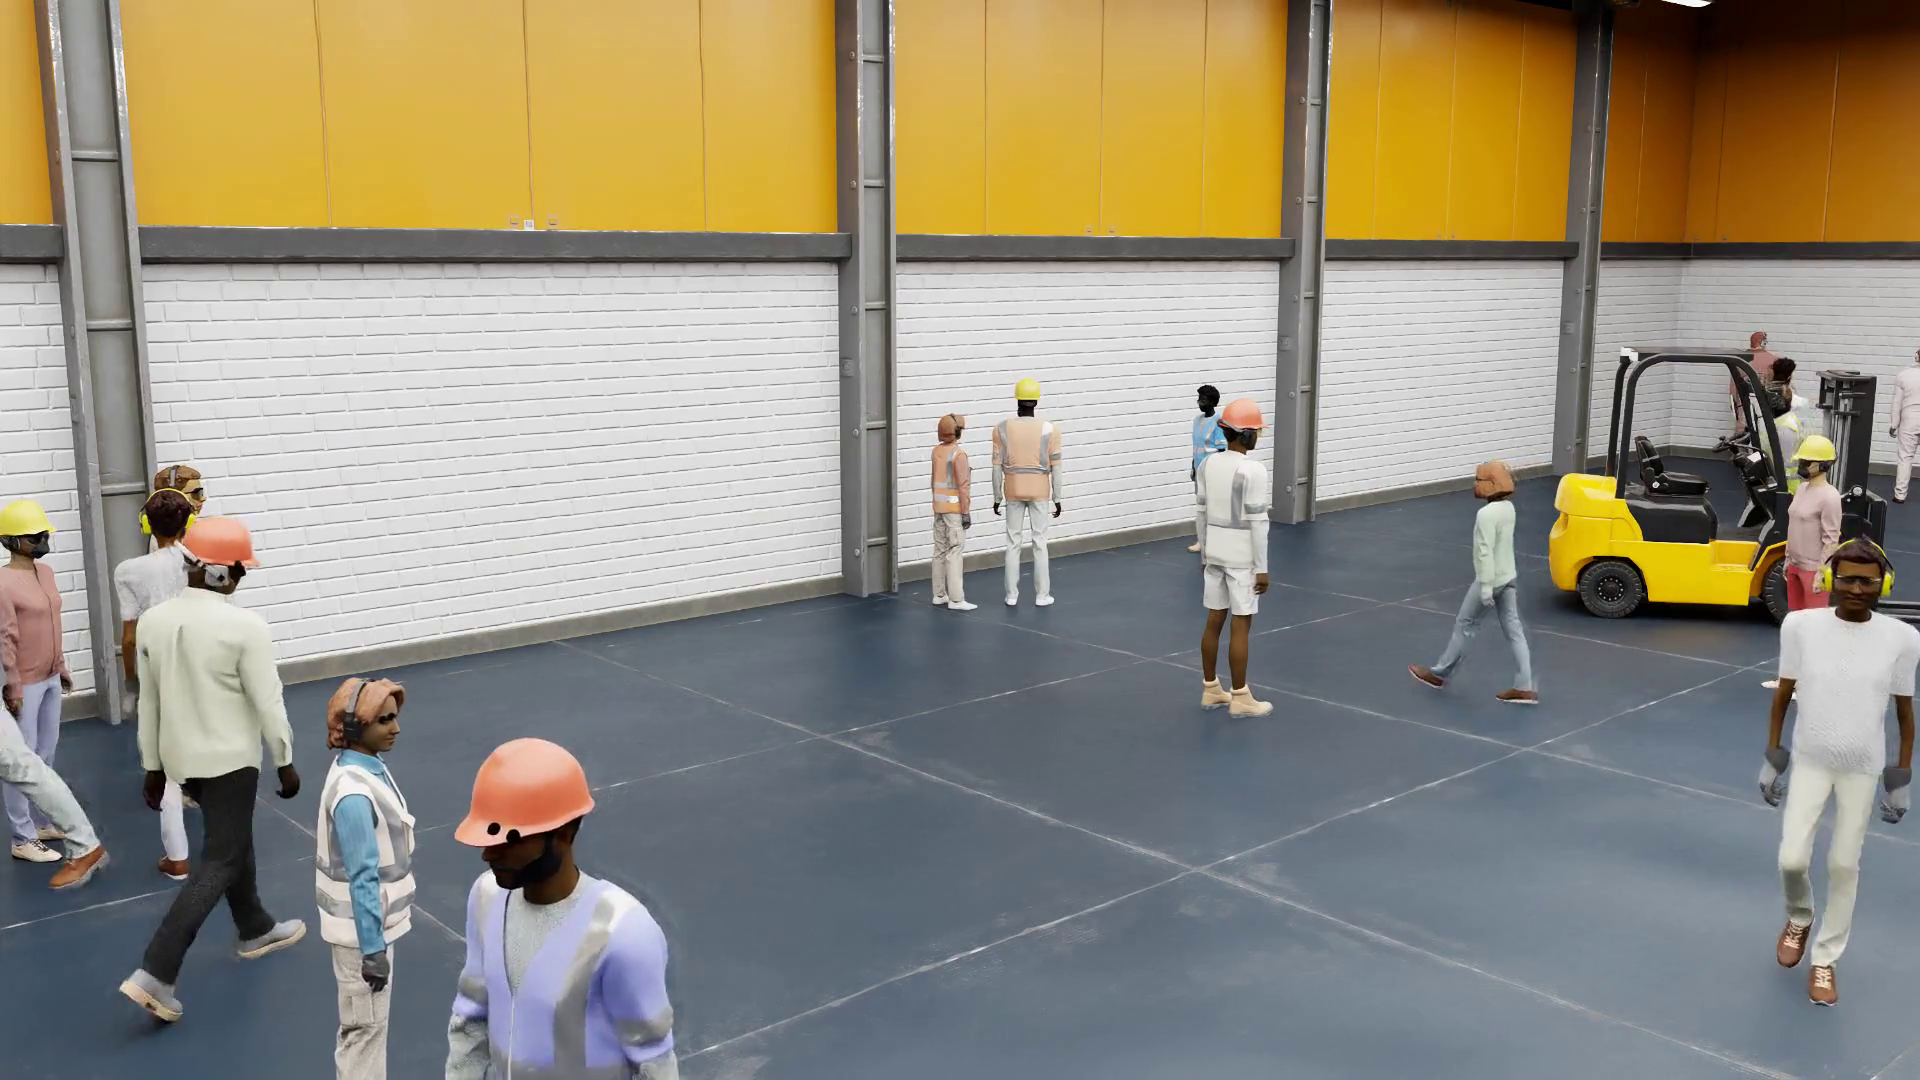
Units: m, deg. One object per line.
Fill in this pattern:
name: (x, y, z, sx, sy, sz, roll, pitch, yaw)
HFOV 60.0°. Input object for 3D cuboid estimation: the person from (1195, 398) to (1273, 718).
person: (1.770, 0.112, 10.675, 0.392, 2.045, 0.608, -6, 11, -30)

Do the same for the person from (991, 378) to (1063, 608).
person: (0.563, -0.391, 13.949, 0.594, 1.928, 0.361, 1, 10, 8)

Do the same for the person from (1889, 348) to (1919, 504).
person: (11.398, -1.367, 19.737, 0.654, 1.905, 0.408, 5, 11, 27)

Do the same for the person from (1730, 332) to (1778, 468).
person: (11.003, -1.925, 23.024, 0.636, 1.903, 0.405, 9, 13, 44)

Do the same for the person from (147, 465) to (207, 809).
person: (-4.133, 0.514, 8.902, 0.334, 1.845, 0.513, -4, 10, -21)

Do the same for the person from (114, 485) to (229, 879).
person: (-3.697, 0.675, 7.889, 0.513, 1.872, 0.331, -5, 11, -29)

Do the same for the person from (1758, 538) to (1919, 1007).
person: (3.463, 0.903, 6.575, 0.544, 1.860, 0.411, 5, 11, 26)

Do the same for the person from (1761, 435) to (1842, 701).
person: (5.633, 0.184, 11.064, 0.308, 1.770, 0.522, 0, 10, 0)

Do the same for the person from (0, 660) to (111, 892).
person: (-4.561, 0.730, 7.636, 1.122, 1.868, 0.677, -5, 11, -27)

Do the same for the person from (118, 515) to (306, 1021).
person: (-2.988, 0.873, 6.567, 0.612, 1.943, 1.020, 3, 10, 20)

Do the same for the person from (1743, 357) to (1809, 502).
person: (8.338, -0.914, 17.063, 0.603, 1.923, 1.004, 6, 11, 32)

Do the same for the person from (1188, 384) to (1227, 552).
person: (2.456, -0.688, 16.395, 0.320, 1.691, 0.537, -5, 11, -25)

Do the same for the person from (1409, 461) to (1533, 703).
person: (3.465, 0.267, 11.060, 0.854, 1.586, 0.524, 9, 13, 41)

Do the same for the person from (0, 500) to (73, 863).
person: (-4.532, 0.680, 8.159, 0.315, 1.769, 0.523, 0, 10, -2)

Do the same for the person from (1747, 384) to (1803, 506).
person: (7.134, -0.458, 14.610, 0.448, 1.831, 0.637, 4, 10, 21)

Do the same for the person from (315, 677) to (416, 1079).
person: (-1.873, 1.238, 5.277, 0.311, 1.636, 0.520, -3, 10, -19)

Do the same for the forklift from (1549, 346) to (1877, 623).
forklift: (6.109, -0.478, 13.691, 2.313, 2.155, 1.214, 3, 10, 16)

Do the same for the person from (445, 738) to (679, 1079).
person: (-0.966, 1.373, 3.708, 0.548, 1.891, 0.948, 8, 13, 39)

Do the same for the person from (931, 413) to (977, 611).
person: (-0.072, -0.235, 13.870, 0.306, 1.645, 0.522, -6, 11, -31)
